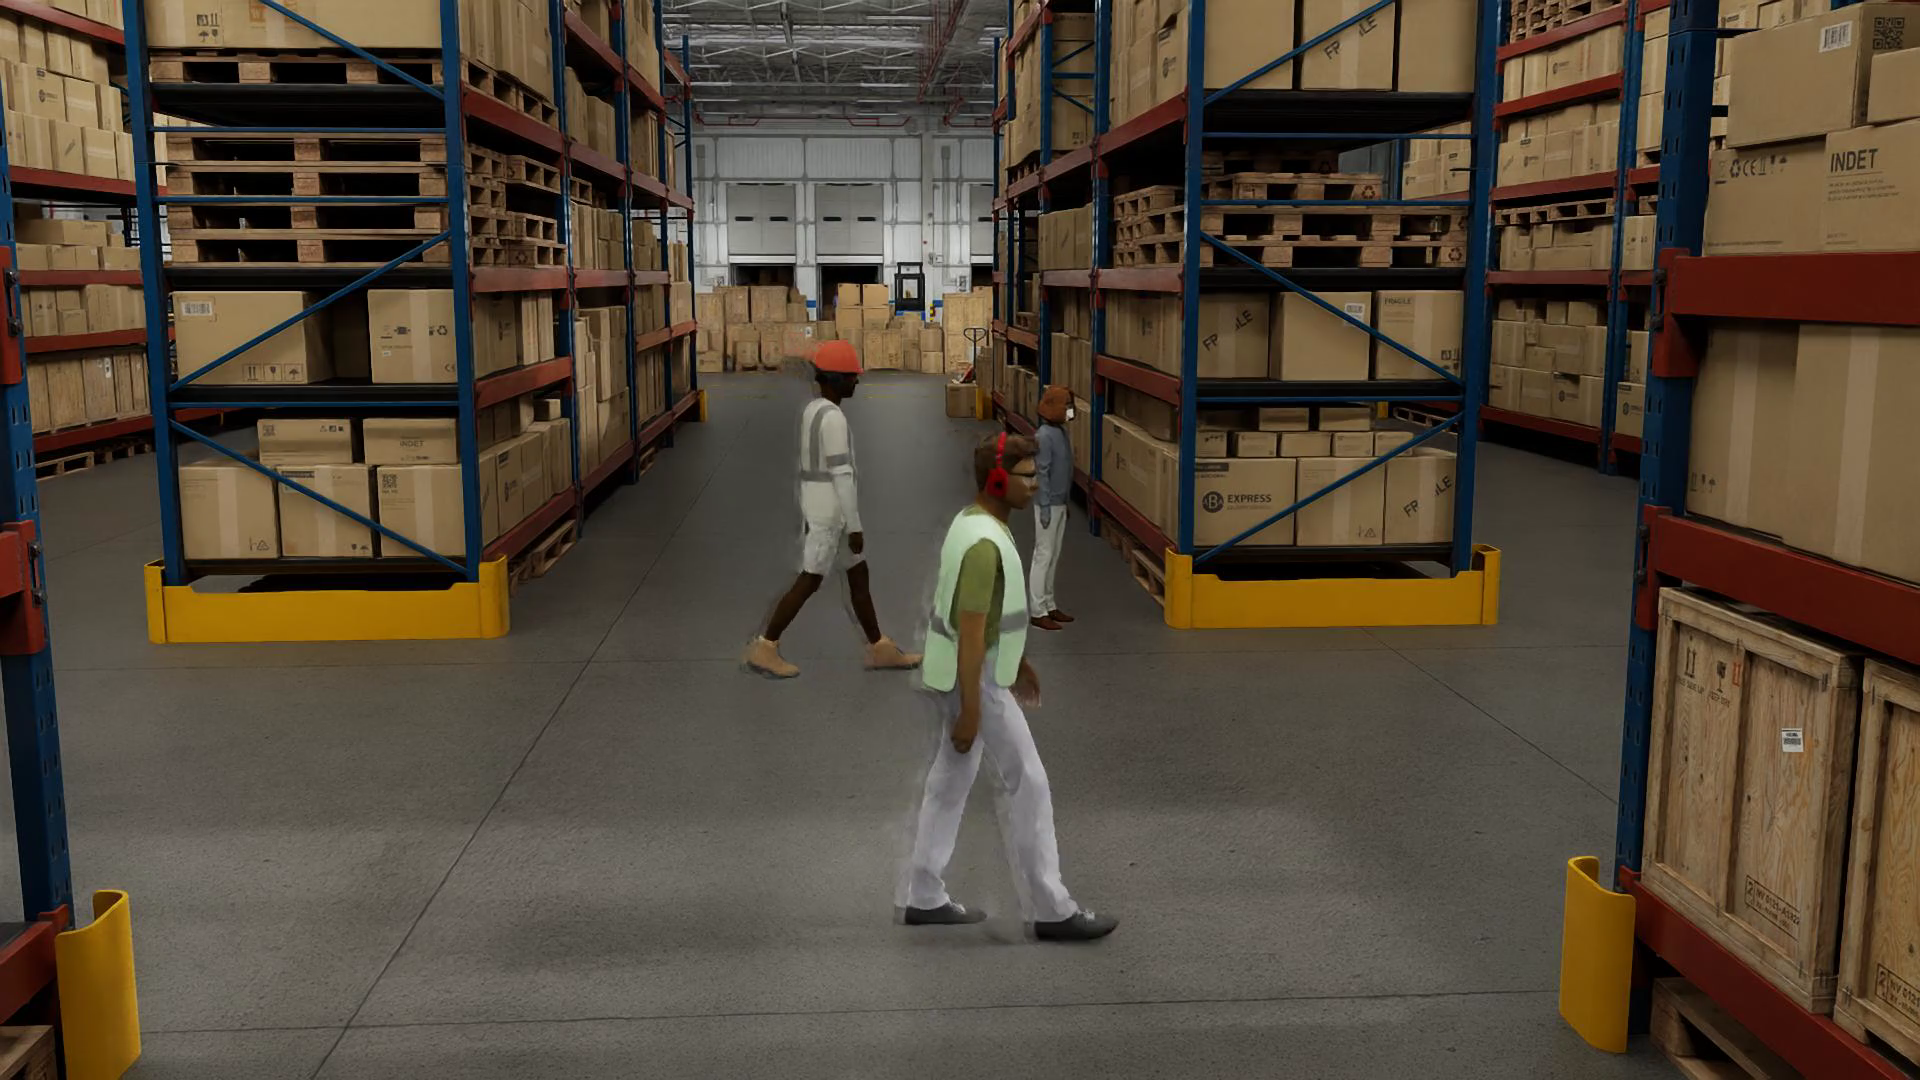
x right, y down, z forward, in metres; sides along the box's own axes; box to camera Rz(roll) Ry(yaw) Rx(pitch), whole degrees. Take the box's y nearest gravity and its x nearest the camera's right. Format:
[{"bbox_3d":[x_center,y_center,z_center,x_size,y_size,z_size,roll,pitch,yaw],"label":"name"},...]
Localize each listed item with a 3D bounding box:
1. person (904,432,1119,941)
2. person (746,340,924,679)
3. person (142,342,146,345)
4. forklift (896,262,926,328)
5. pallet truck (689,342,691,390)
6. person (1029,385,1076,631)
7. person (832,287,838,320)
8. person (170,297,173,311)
[{"bbox_3d":[0.191,0.524,5.905,0.866,1.809,0.595,-1,9,-4],"label":"person"},{"bbox_3d":[-0.769,-0.168,9.692,1.063,1.993,0.629,-2,9,-11],"label":"person"},{"bbox_3d":[-25.698,-6.819,52.345,0.896,1.695,0.500,7,11,37],"label":"person"},{"bbox_3d":[-1.780,-8.547,59.499,1.129,2.768,1.873,-1,9,-4],"label":"forklift"},{"bbox_3d":[-5.225,-3.008,27.480,1.885,1.965,0.823,2,9,14],"label":"pallet truck"},{"bbox_3d":[0.628,-0.222,11.123,0.274,1.632,0.503,3,10,20],"label":"person"},{"bbox_3d":[-4.569,-8.620,62.918,0.552,1.932,0.377,1,9,9],"label":"person"},{"bbox_3d":[-29.544,-8.625,62.811,0.400,1.987,0.608,1,9,5],"label":"person"}]
